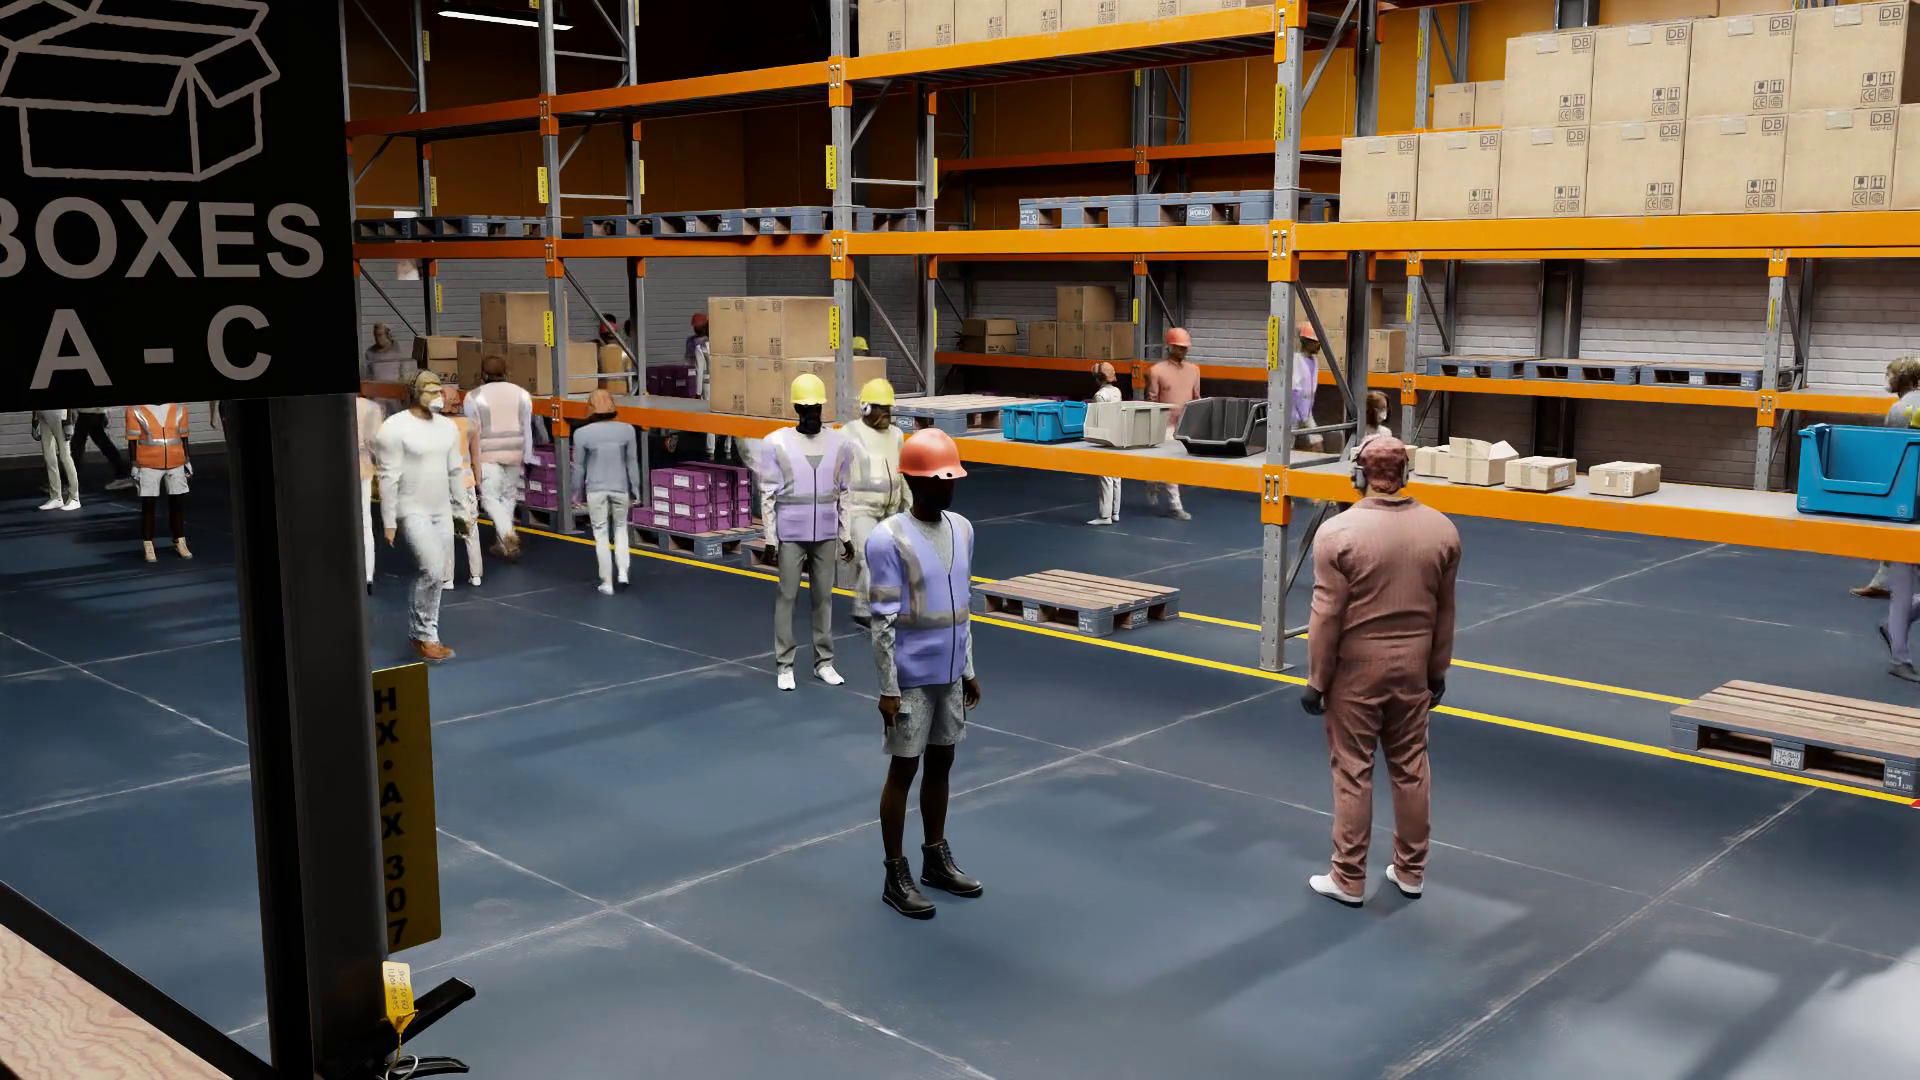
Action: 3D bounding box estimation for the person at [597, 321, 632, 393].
[{"bbox_3d":[-4.469,-1.855,21.354,0.545,1.888,0.873,-2,10,-15],"label":"person"}]

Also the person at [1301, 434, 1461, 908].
[{"bbox_3d":[1.671,0.523,6.722,0.652,1.904,0.402,-3,10,-17],"label":"person"}]

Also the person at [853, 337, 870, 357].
[{"bbox_3d":[-1.205,-1.616,20.334,0.490,1.726,0.513,5,10,27],"label":"person"}]

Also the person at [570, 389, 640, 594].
[{"bbox_3d":[-2.802,-0.382,13.094,0.533,1.619,0.364,-4,10,-25],"label":"person"}]

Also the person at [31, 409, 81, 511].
[{"bbox_3d":[-9.636,-1.234,17.651,0.509,1.862,0.321,2,10,13],"label":"person"}]

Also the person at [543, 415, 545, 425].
[{"bbox_3d":[-6.565,-2.411,25.362,0.533,1.692,0.319,-5,10,-26],"label":"person"}]

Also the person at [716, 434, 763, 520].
[{"bbox_3d":[-2.189,-1.068,16.773,0.919,1.800,0.648,7,12,38],"label":"person"}]

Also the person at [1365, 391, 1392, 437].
[{"bbox_3d":[3.163,-0.362,12.992,0.529,1.618,0.403,-7,11,-35],"label":"person"}]

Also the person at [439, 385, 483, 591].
[{"bbox_3d":[-4.050,-0.411,13.259,0.523,1.638,0.311,-8,12,-40],"label":"person"}]

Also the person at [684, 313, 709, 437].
[{"bbox_3d":[-3.968,-2.557,25.708,0.550,1.882,1.031,5,10,26],"label":"person"}]

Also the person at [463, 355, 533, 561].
[{"bbox_3d":[-4.024,-0.709,14.571,0.632,1.823,0.783,-7,12,-38],"label":"person"}]

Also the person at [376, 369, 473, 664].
[{"bbox_3d":[-3.412,-0.142,10.761,0.548,1.917,0.655,5,10,26],"label":"person"}]

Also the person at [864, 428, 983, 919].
[{"bbox_3d":[-0.119,0.519,6.643,0.362,1.938,0.545,8,12,41],"label":"person"}]

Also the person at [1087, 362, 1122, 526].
[{"bbox_3d":[1.455,-0.960,16.628,0.310,1.640,0.514,5,10,27],"label":"person"}]

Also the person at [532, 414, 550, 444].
[{"bbox_3d":[-5.569,-1.909,21.791,0.358,1.855,0.633,-7,11,-35],"label":"person"}]

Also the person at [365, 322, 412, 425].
[{"bbox_3d":[-7.231,-1.803,21.037,0.666,1.886,0.498,1,9,5],"label":"person"}]

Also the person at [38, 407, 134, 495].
[{"bbox_3d":[-10.037,-1.500,19.026,1.046,1.937,0.649,-9,13,-43],"label":"person"}]

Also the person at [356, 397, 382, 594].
[{"bbox_3d":[-4.848,-0.522,13.218,0.597,1.884,0.975,-5,11,-29],"label":"person"}]

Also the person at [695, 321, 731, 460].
[{"bbox_3d":[-3.295,-2.018,22.369,0.576,1.882,0.355,-6,11,-32],"label":"person"}]

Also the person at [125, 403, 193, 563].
[{"bbox_3d":[-7.003,-0.656,14.575,0.541,1.698,0.315,-8,13,-42],"label":"person"}]

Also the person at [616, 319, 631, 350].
[{"bbox_3d":[-4.928,-2.322,24.380,0.547,1.836,0.668,2,10,14],"label":"person"}]

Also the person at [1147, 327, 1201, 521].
[{"bbox_3d":[2.165,-1.211,17.147,0.617,1.968,0.826,-5,10,-26],"label":"person"}]

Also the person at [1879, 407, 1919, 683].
[{"bbox_3d":[5.964,-0.001,10.424,0.525,1.753,0.466,-1,9,-6],"label":"person"}]

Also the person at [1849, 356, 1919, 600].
[{"bbox_3d":[7.266,-0.438,12.612,0.745,1.914,0.636,8,12,41],"label":"person"}]

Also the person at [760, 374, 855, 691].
[{"bbox_3d":[-0.923,-0.050,10.163,0.585,1.929,0.371,-4,10,-24],"label":"person"}]

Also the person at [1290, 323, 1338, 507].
[{"bbox_3d":[3.695,-1.313,17.711,0.917,1.995,0.621,9,13,43],"label":"person"}]

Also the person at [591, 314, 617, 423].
[{"bbox_3d":[-5.291,-2.480,25.264,0.958,1.878,0.641,4,10,23],"label":"person"}]

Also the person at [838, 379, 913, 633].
[{"bbox_3d":[-0.530,-0.207,11.505,0.621,1.797,0.758,-9,13,-44],"label":"person"}]

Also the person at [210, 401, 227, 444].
[{"bbox_3d":[-8.401,-1.478,19.317,0.527,1.814,0.918,-7,12,-37],"label":"person"}]
